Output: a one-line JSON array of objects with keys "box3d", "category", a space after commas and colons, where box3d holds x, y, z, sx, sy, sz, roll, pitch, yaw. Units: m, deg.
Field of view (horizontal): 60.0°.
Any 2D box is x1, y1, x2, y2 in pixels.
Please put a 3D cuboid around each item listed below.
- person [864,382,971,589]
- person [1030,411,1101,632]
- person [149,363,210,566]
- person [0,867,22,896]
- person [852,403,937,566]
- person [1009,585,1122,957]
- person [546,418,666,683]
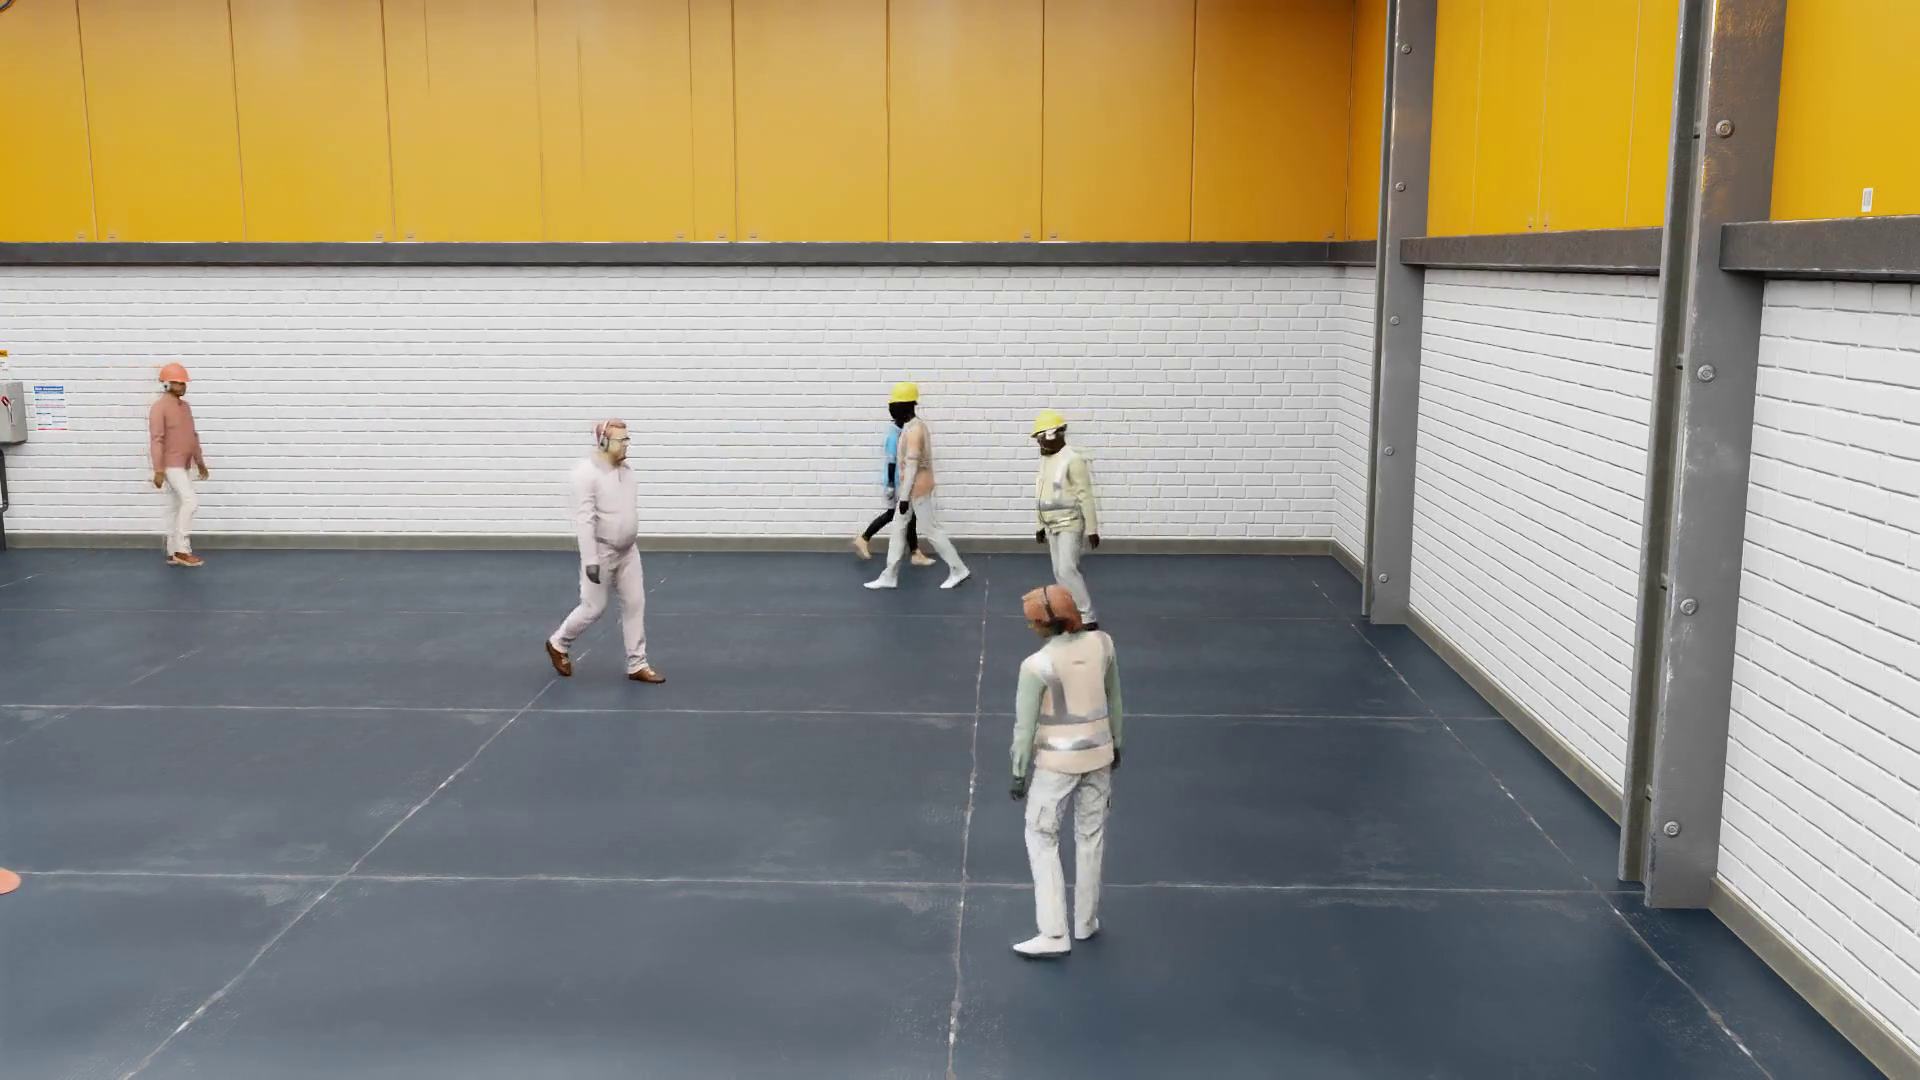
[{"box3d": [-0.356, -0.480, 14.902, 0.948, 1.888, 0.597, -1, 10, -8], "category": "person"}, {"box3d": [0.803, -0.118, 13.068, 0.484, 1.789, 0.617, -4, 10, -22], "category": "person"}, {"box3d": [-7.489, -0.721, 16.071, 0.597, 1.975, 0.617, 0, 10, -2], "category": "person"}, {"box3d": [-2.028, 1.468, 3.348, 0.551, 1.935, 0.371, 9, 13, 43], "category": "person"}, {"box3d": [-0.657, -0.573, 16.096, 0.804, 1.667, 0.540, 1, 10, 4], "category": "person"}, {"box3d": [0.466, 0.985, 7.149, 0.605, 1.612, 0.353, -6, 11, -30], "category": "person"}, {"box3d": [-2.523, 0.076, 11.680, 0.835, 1.877, 0.646, 6, 11, 30], "category": "person"}]
